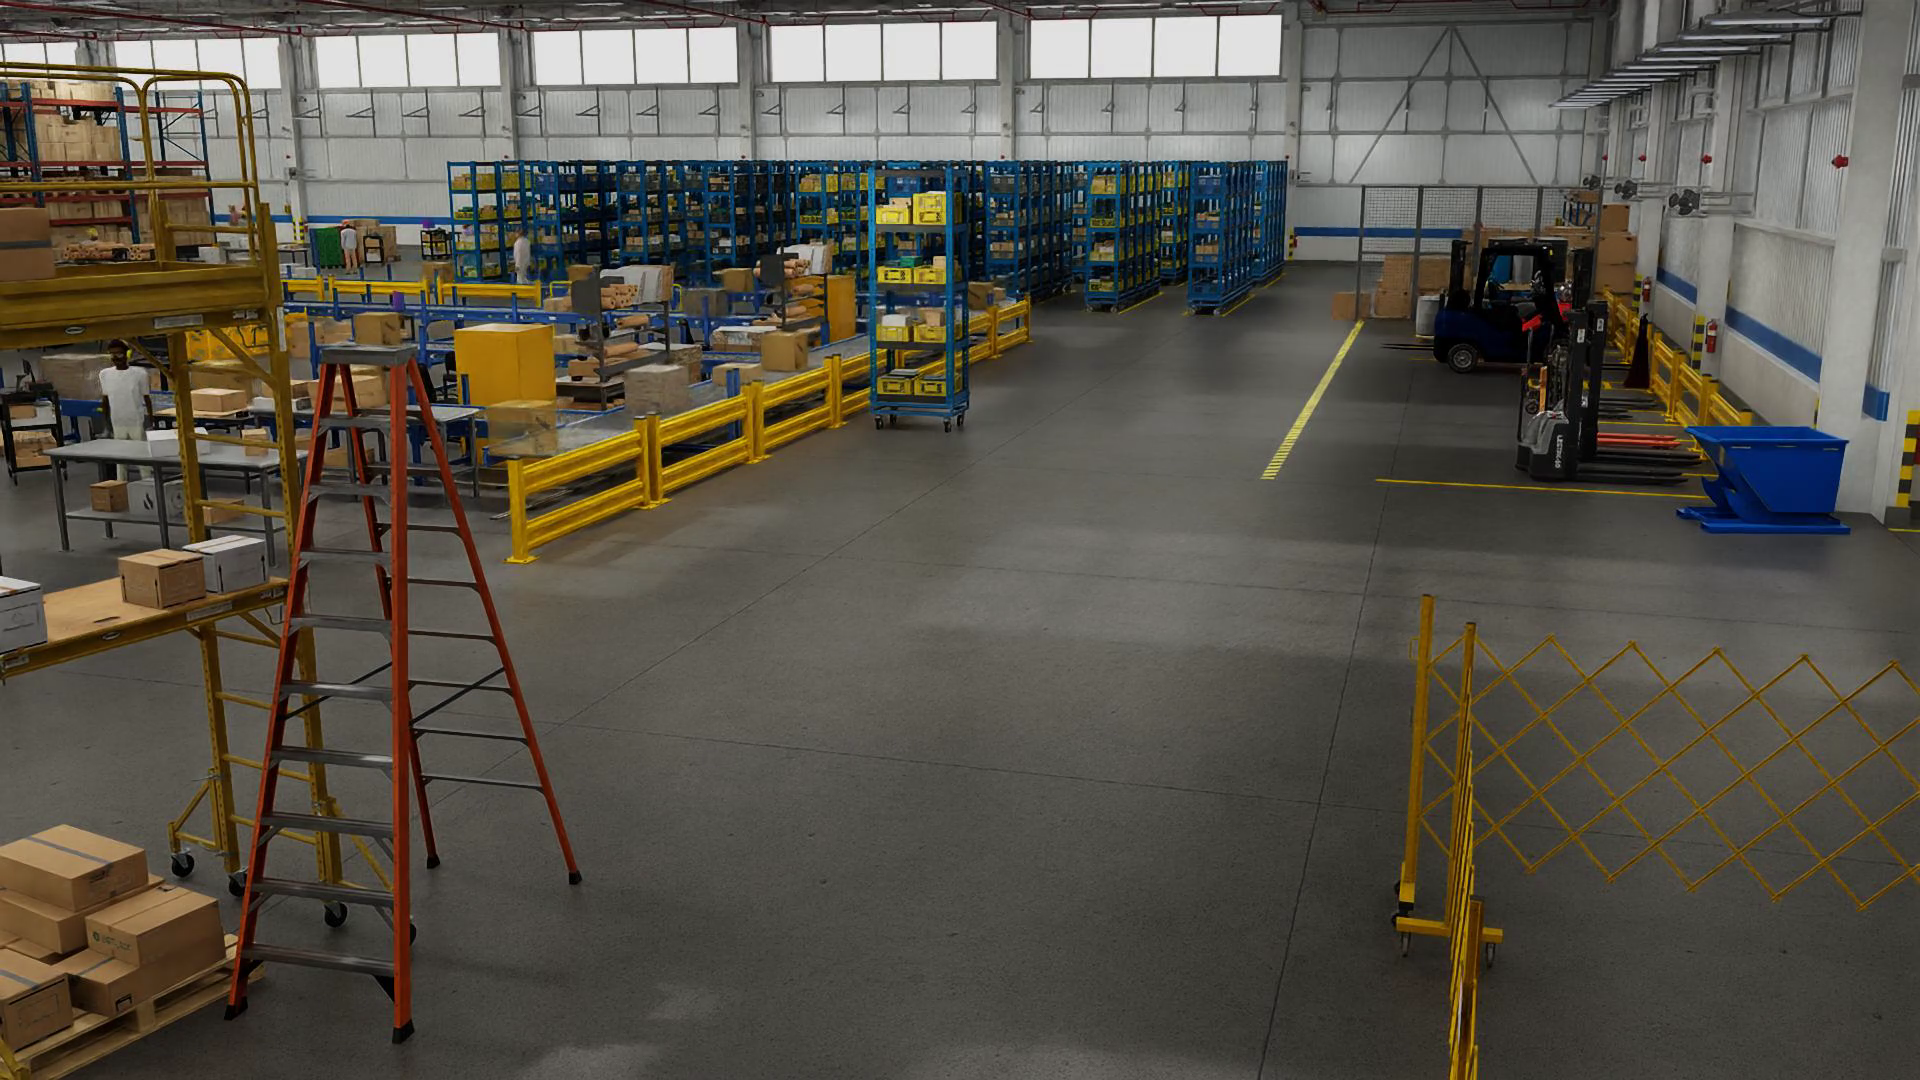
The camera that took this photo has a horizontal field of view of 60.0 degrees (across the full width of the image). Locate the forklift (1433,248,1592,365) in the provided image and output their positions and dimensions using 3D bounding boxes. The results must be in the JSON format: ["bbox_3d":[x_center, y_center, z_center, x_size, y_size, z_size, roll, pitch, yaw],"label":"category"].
[{"bbox_3d":[9.780,-4.111,29.280,2.680,1.987,1.157,3,13,14],"label":"forklift"}]

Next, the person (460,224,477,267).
[{"bbox_3d":[-15.040,-8.893,51.020,0.890,1.817,0.576,1,13,3],"label":"person"}]

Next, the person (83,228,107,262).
[{"bbox_3d":[-23.861,-7.699,45.887,0.834,1.803,0.599,5,14,22],"label":"person"}]

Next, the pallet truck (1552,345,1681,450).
[{"bbox_3d":[8.641,-1.896,21.908,1.630,1.274,0.653,4,14,16],"label":"pallet truck"}]

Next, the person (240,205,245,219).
[{"bbox_3d":[-27.665,-12.058,64.472,0.437,1.910,0.580,1,13,3],"label":"person"}]

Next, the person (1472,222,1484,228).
[{"bbox_3d":[14.252,-7.820,46.020,0.403,1.987,0.608,5,14,21],"label":"person"}]

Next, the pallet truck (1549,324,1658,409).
[{"bbox_3d":[9.824,-2.669,25.407,1.601,1.201,0.680,4,14,16],"label":"pallet truck"}]

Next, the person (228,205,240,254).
[{"bbox_3d":[-28.020,-12.030,64.388,0.597,1.885,0.656,-4,14,-17],"label":"person"}]

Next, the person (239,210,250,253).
[{"bbox_3d":[-26.834,-11.536,62.599,0.513,1.728,0.376,-12,17,-41],"label":"person"}]

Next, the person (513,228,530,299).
[{"bbox_3d":[-11.586,-7.308,44.007,0.463,1.892,0.645,3,13,13],"label":"person"}]

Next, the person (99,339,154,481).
[{"bbox_3d":[-8.850,-1.210,17.704,0.515,1.872,0.333,-2,13,-10],"label":"person"}]

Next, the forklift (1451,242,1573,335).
[{"bbox_3d":[10.464,-4.597,31.405,2.680,1.987,1.157,4,14,16],"label":"forklift"}]

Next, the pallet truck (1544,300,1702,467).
[{"bbox_3d":[8.263,-1.952,20.631,1.885,1.965,0.823,5,14,20],"label":"pallet truck"}]

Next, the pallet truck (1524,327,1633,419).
[{"bbox_3d":[9.065,-2.460,24.370,1.522,1.261,0.704,3,13,14],"label":"pallet truck"}]

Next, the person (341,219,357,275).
[{"bbox_3d":[-19.499,-9.340,53.068,0.323,1.755,0.563,8,15,32],"label":"person"}]

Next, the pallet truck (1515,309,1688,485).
[{"bbox_3d":[7.554,-1.677,19.446,1.885,1.965,0.823,3,13,14],"label":"pallet truck"}]
